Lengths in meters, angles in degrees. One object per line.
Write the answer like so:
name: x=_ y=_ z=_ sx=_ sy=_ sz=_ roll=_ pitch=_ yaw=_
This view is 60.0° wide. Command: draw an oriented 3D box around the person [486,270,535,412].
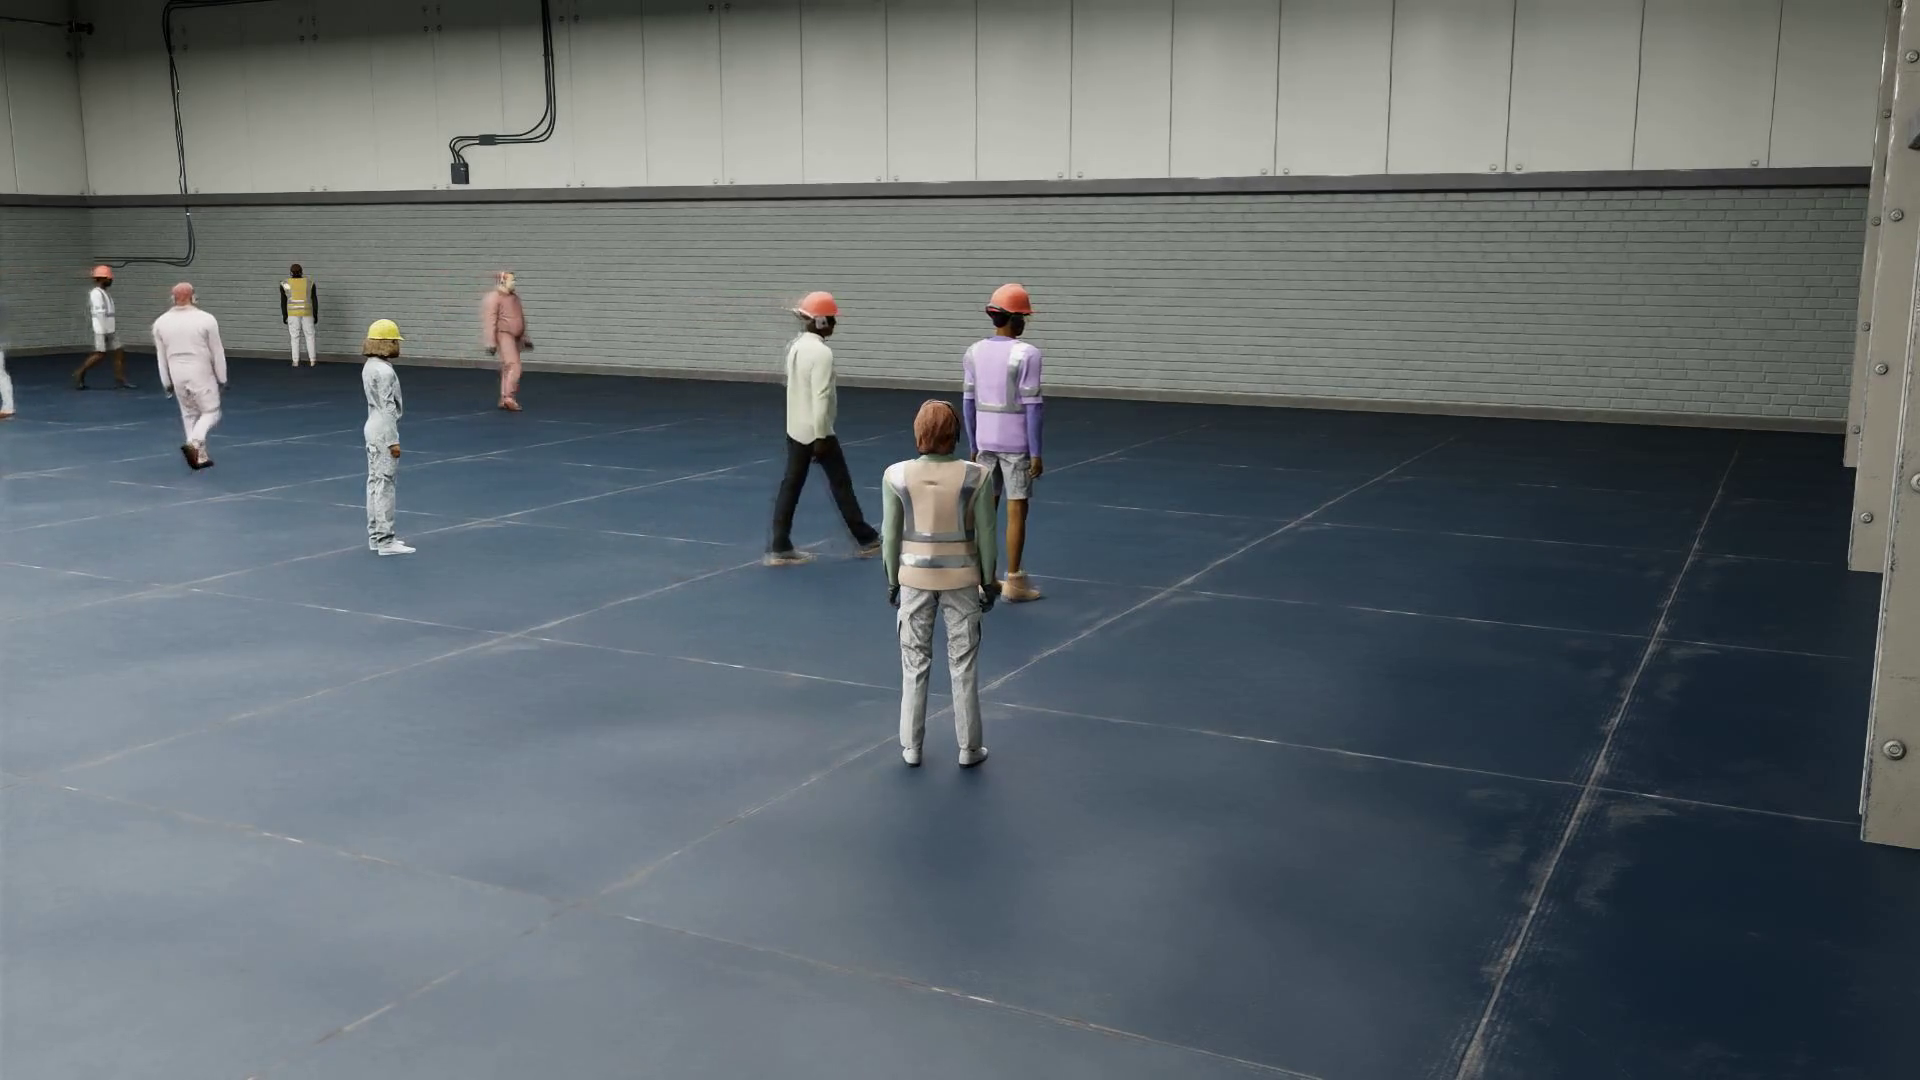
person: x=-5.980 y=-2.665 z=22.289 sx=0.585 sy=1.888 sz=0.650 roll=2 pitch=11 yaw=11

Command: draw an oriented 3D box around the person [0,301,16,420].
person: x=-12.530 y=-2.464 z=21.171 sx=0.917 sy=1.905 sz=0.635 roll=2 pitch=11 yaw=9

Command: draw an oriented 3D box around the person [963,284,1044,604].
person: x=0.287 y=-0.614 z=10.720 sx=0.630 sy=2.041 sz=0.441 roll=9 pitch=14 yaw=40

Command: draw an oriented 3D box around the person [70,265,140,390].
person: x=-13.061 y=-3.217 z=25.268 sx=0.865 sy=1.909 sz=0.547 roll=-1 pitch=10 yaw=-6

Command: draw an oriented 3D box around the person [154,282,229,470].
person: x=-7.663 y=-1.619 z=16.575 sx=0.652 sy=1.888 sz=0.723 roll=1 pitch=10 yaw=5

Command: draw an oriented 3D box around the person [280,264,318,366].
person: x=-11.895 y=-4.051 z=29.979 sx=0.623 sy=1.844 sz=0.429 roll=-4 pitch=11 yaw=-23

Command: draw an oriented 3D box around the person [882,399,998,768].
person: x=-0.088 y=0.201 z=7.331 sx=0.514 sy=1.644 sz=0.307 roll=1 pitch=10 yaw=6

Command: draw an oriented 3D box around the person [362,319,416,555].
person: x=-4.245 y=-0.763 z=12.342 sx=0.325 sy=1.737 sz=0.485 roll=-6 pitch=12 yaw=-31

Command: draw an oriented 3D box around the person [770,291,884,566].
person: x=-0.949 y=-0.798 z=11.938 sx=0.995 sy=1.942 sz=0.651 roll=-6 pitch=12 yaw=-29
